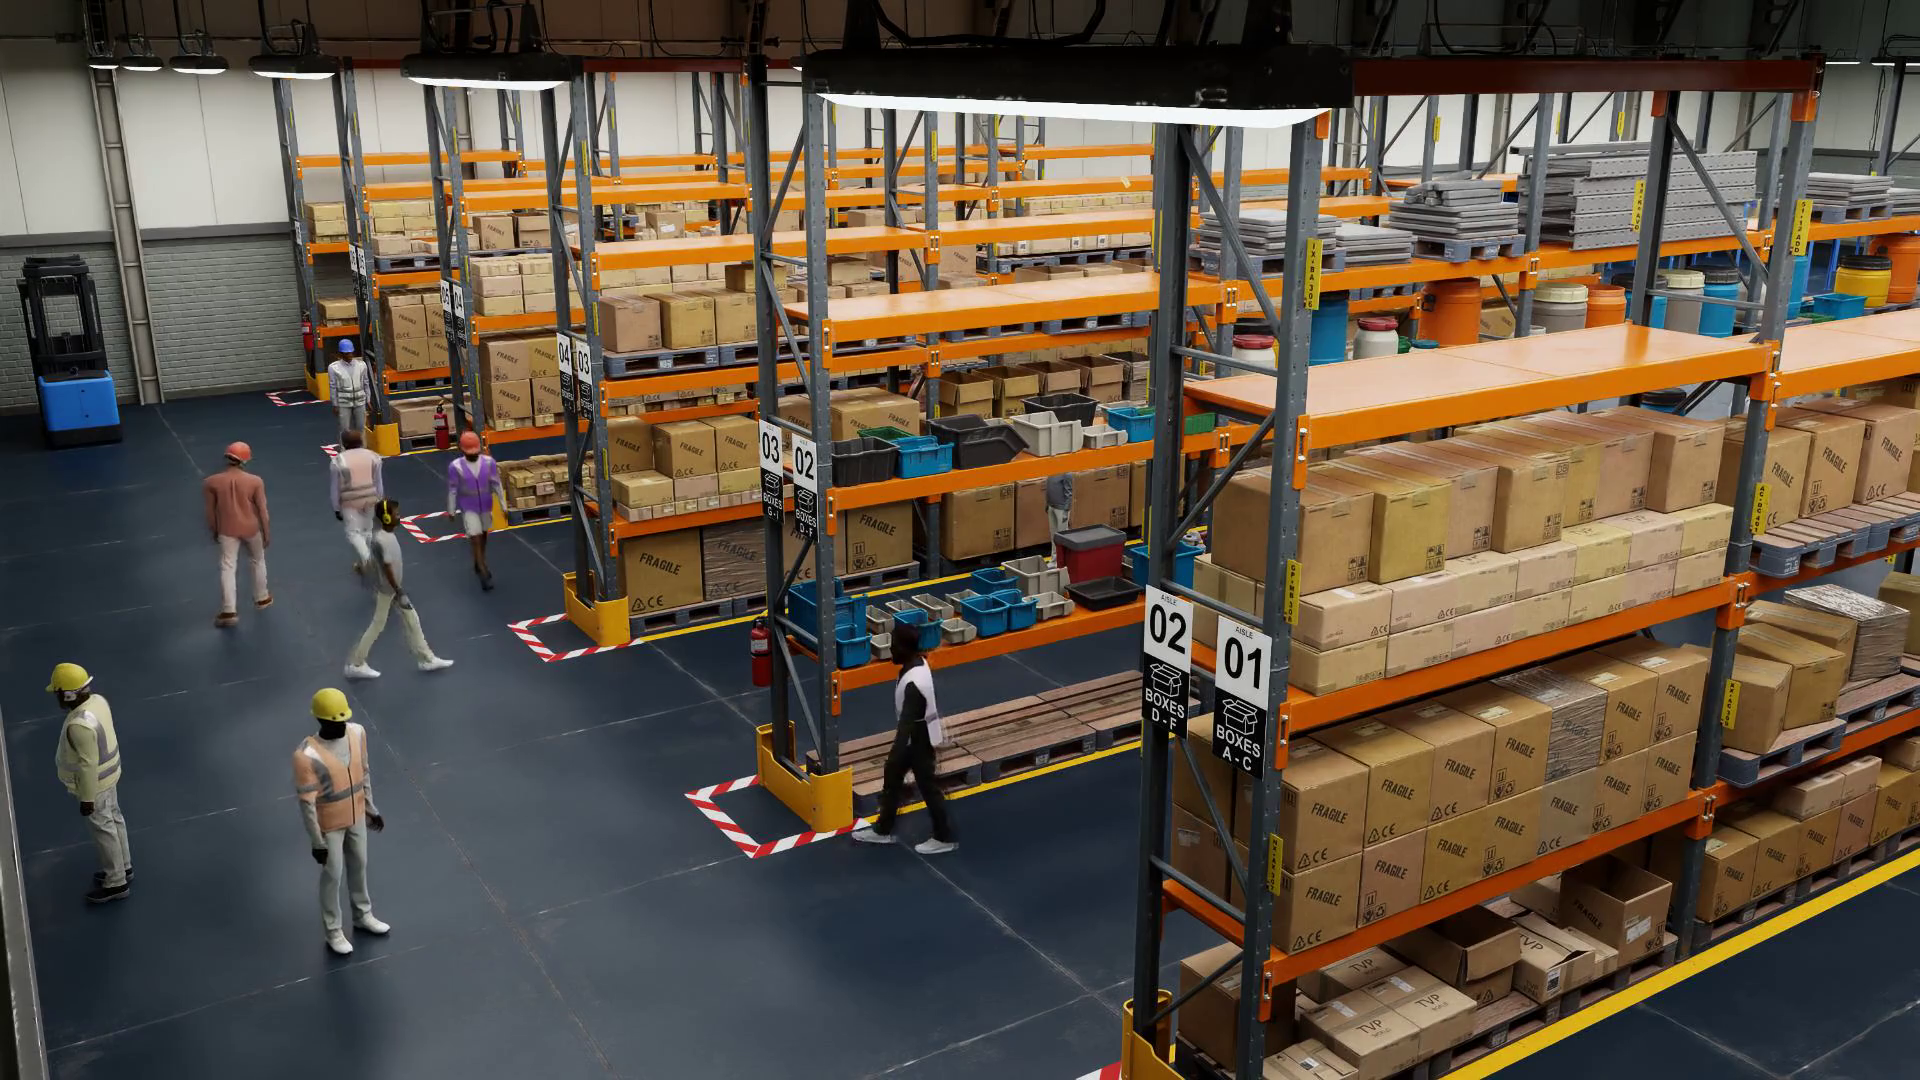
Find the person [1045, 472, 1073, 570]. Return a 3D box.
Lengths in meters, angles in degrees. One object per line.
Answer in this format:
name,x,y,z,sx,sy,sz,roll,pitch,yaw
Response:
person,1.168,-0.381,18.895,0.285,1.633,0.497,-9,19,-26

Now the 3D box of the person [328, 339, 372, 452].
person,-9.236,-2.085,23.948,0.602,1.949,0.393,-13,21,-37

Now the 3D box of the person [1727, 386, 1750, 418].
person,11.085,-1.514,22.498,0.318,1.698,0.535,-1,17,-3

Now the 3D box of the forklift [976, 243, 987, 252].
forklift,0.988,-5.474,34.718,1.214,2.155,2.313,-10,20,-31

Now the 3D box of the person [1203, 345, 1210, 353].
person,3.914,-2.387,25.549,0.846,1.587,0.501,-11,20,-33

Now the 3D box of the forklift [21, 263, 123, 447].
forklift,-14.518,-3.079,25.708,1.129,2.768,1.873,-10,20,-31

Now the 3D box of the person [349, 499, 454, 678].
person,-5.695,0.485,15.745,0.988,1.832,0.501,-2,17,-7

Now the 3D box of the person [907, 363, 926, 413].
person,-0.597,-1.694,22.730,0.407,1.913,0.641,2,17,8

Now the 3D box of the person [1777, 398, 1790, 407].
person,12.415,-2.137,24.224,0.666,1.884,0.786,1,17,3

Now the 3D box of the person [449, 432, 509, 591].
person,-5.646,-0.381,18.509,0.603,1.868,1.027,-11,20,-31

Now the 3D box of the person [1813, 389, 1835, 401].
person,13.942,-2.422,25.327,0.922,1.792,0.601,-13,21,-37

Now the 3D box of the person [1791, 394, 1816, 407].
person,15.053,-3.243,27.765,0.372,1.940,0.631,-16,23,-42

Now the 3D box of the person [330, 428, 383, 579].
person,-7.120,-0.426,18.741,0.623,1.820,0.752,-16,23,-42

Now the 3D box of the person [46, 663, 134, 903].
person,-6.365,1.755,11.559,0.403,1.827,0.601,-5,18,-16

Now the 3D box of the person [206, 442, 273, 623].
person,-7.982,-0.086,17.440,0.662,1.948,0.857,-6,18,-18

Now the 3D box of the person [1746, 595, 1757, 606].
person,9.031,-0.227,17.802,0.440,1.978,0.658,-12,21,-34

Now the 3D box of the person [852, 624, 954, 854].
person,-0.462,1.552,12.149,0.912,1.880,0.607,-2,17,-6

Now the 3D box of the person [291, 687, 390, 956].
person,-4.268,1.905,10.912,0.383,1.925,0.604,8,19,24
